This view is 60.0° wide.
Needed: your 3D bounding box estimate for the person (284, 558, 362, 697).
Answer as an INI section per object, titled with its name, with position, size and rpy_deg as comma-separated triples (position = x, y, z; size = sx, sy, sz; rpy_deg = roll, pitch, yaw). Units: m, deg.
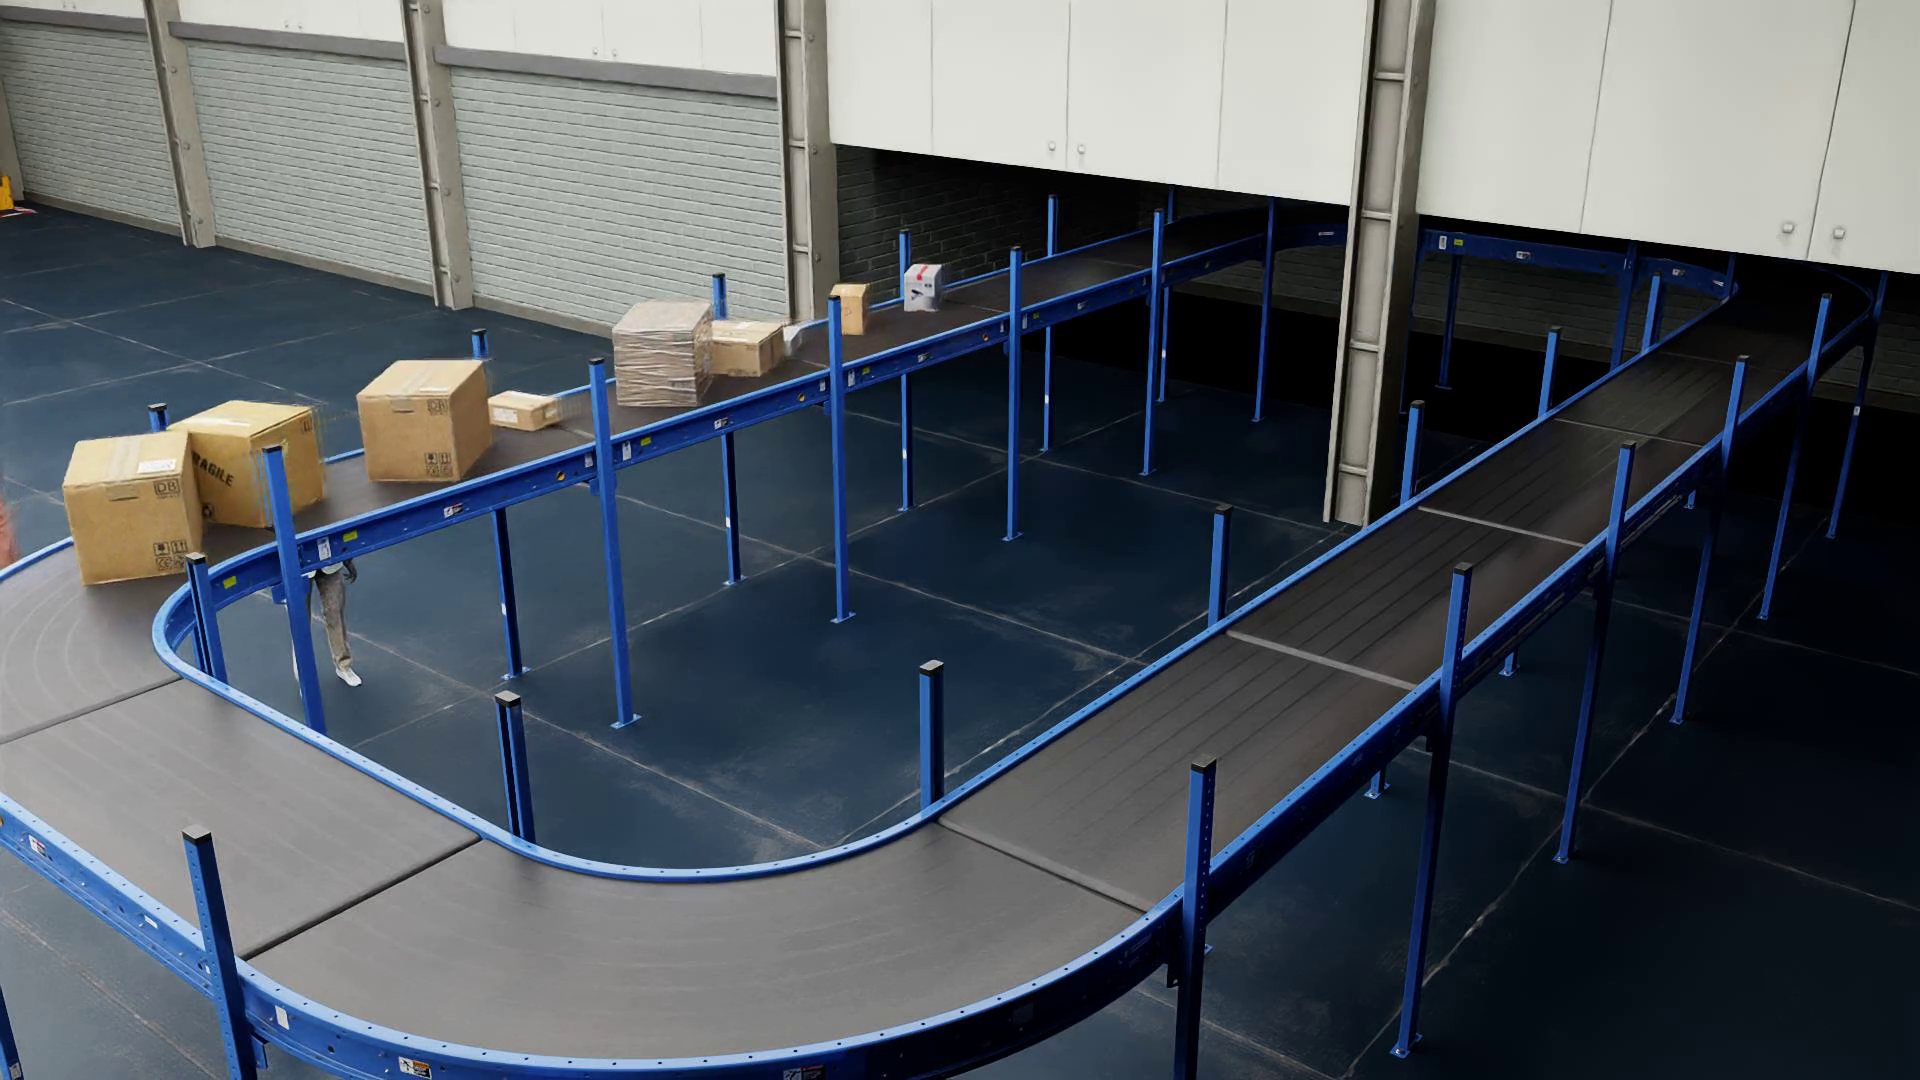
[person]
position = -4.064, 0.191, 10.468
size = 0.515, 1.636, 0.314
rpy_deg = -15, 26, -33
